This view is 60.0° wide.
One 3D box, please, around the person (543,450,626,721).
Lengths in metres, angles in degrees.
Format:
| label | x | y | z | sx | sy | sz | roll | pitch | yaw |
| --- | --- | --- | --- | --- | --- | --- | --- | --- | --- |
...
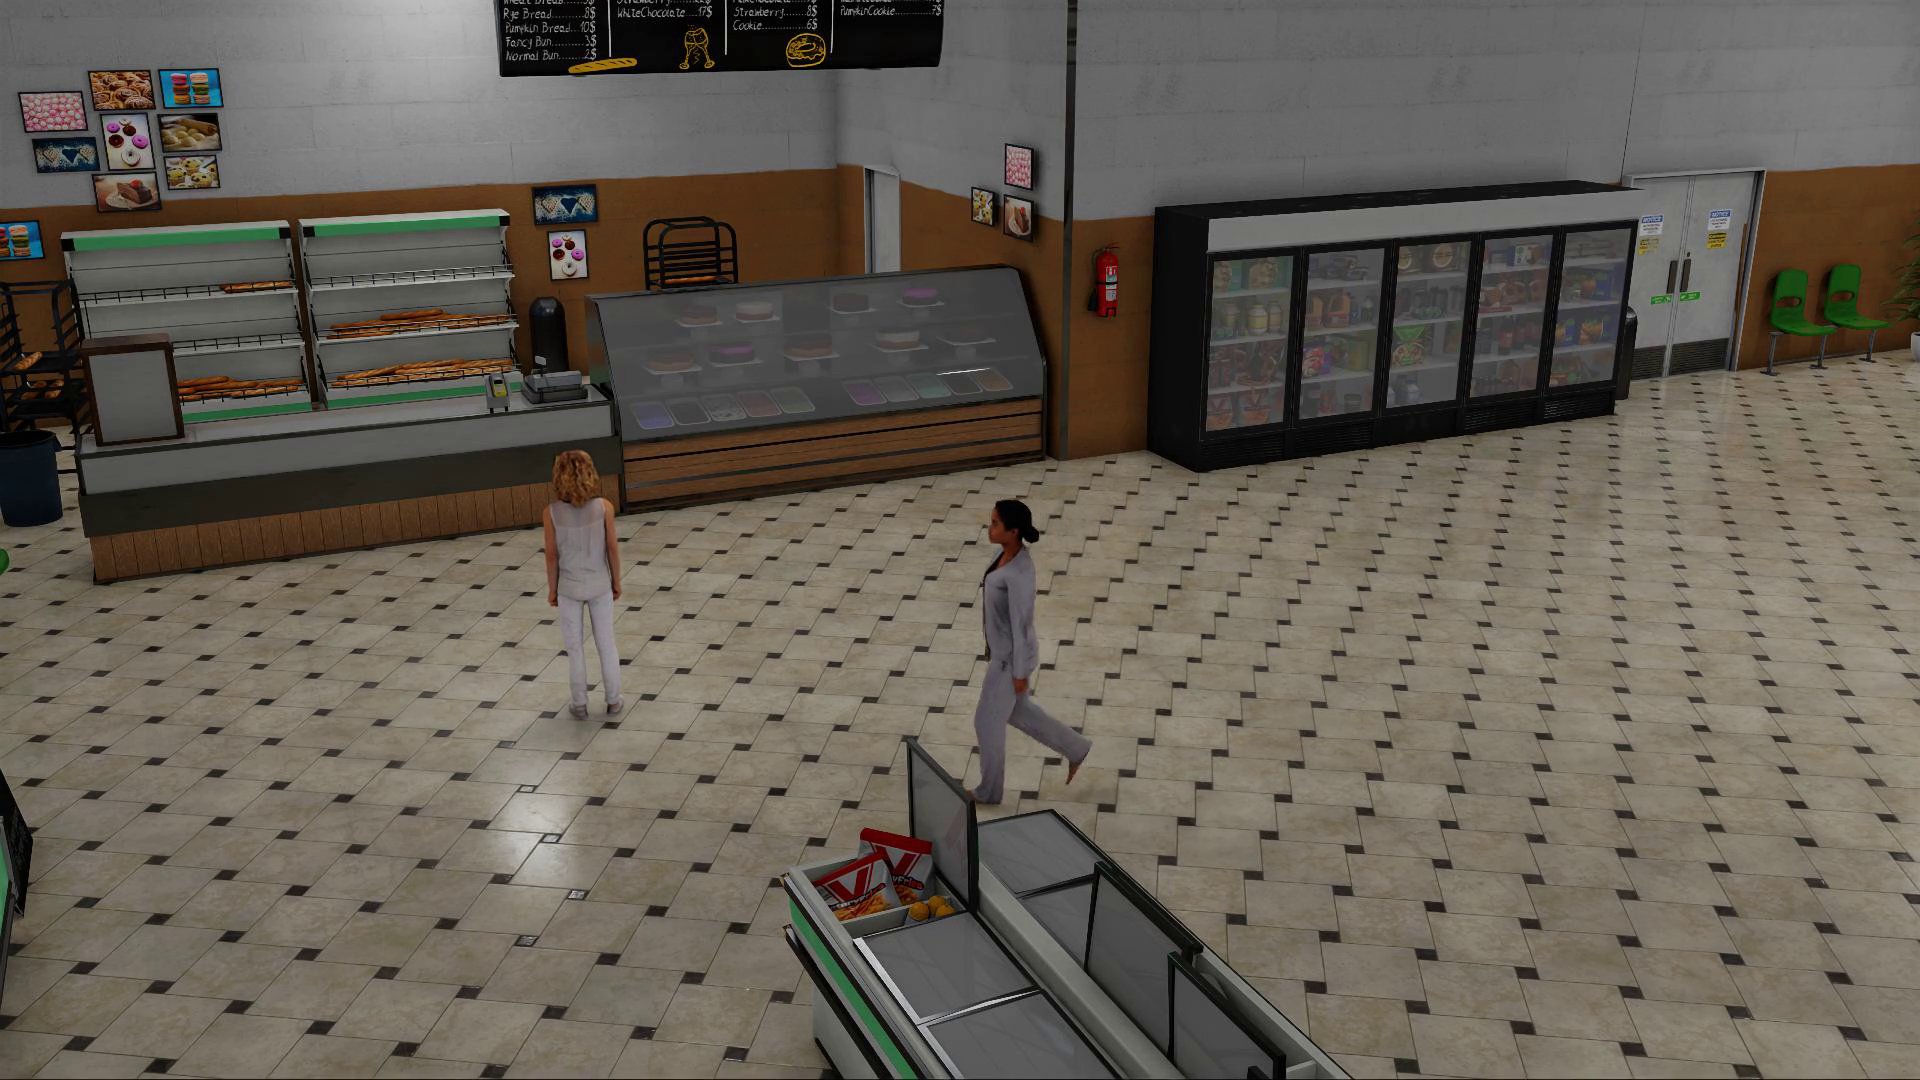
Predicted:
| label | x | y | z | sx | sy | sz | roll | pitch | yaw |
| --- | --- | --- | --- | --- | --- | --- | --- | --- | --- |
| person | -2.257 | 0.269 | 9.963 | 0.633 | 1.670 | 0.605 | -5 | 19 | -13 |

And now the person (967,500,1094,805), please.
| label | x | y | z | sx | sy | sz | roll | pitch | yaw |
| --- | --- | --- | --- | --- | --- | --- | --- | --- | --- |
| person | 0.356 | 0.607 | 8.896 | 0.945 | 1.712 | 1.056 | -1 | 19 | -3 |
